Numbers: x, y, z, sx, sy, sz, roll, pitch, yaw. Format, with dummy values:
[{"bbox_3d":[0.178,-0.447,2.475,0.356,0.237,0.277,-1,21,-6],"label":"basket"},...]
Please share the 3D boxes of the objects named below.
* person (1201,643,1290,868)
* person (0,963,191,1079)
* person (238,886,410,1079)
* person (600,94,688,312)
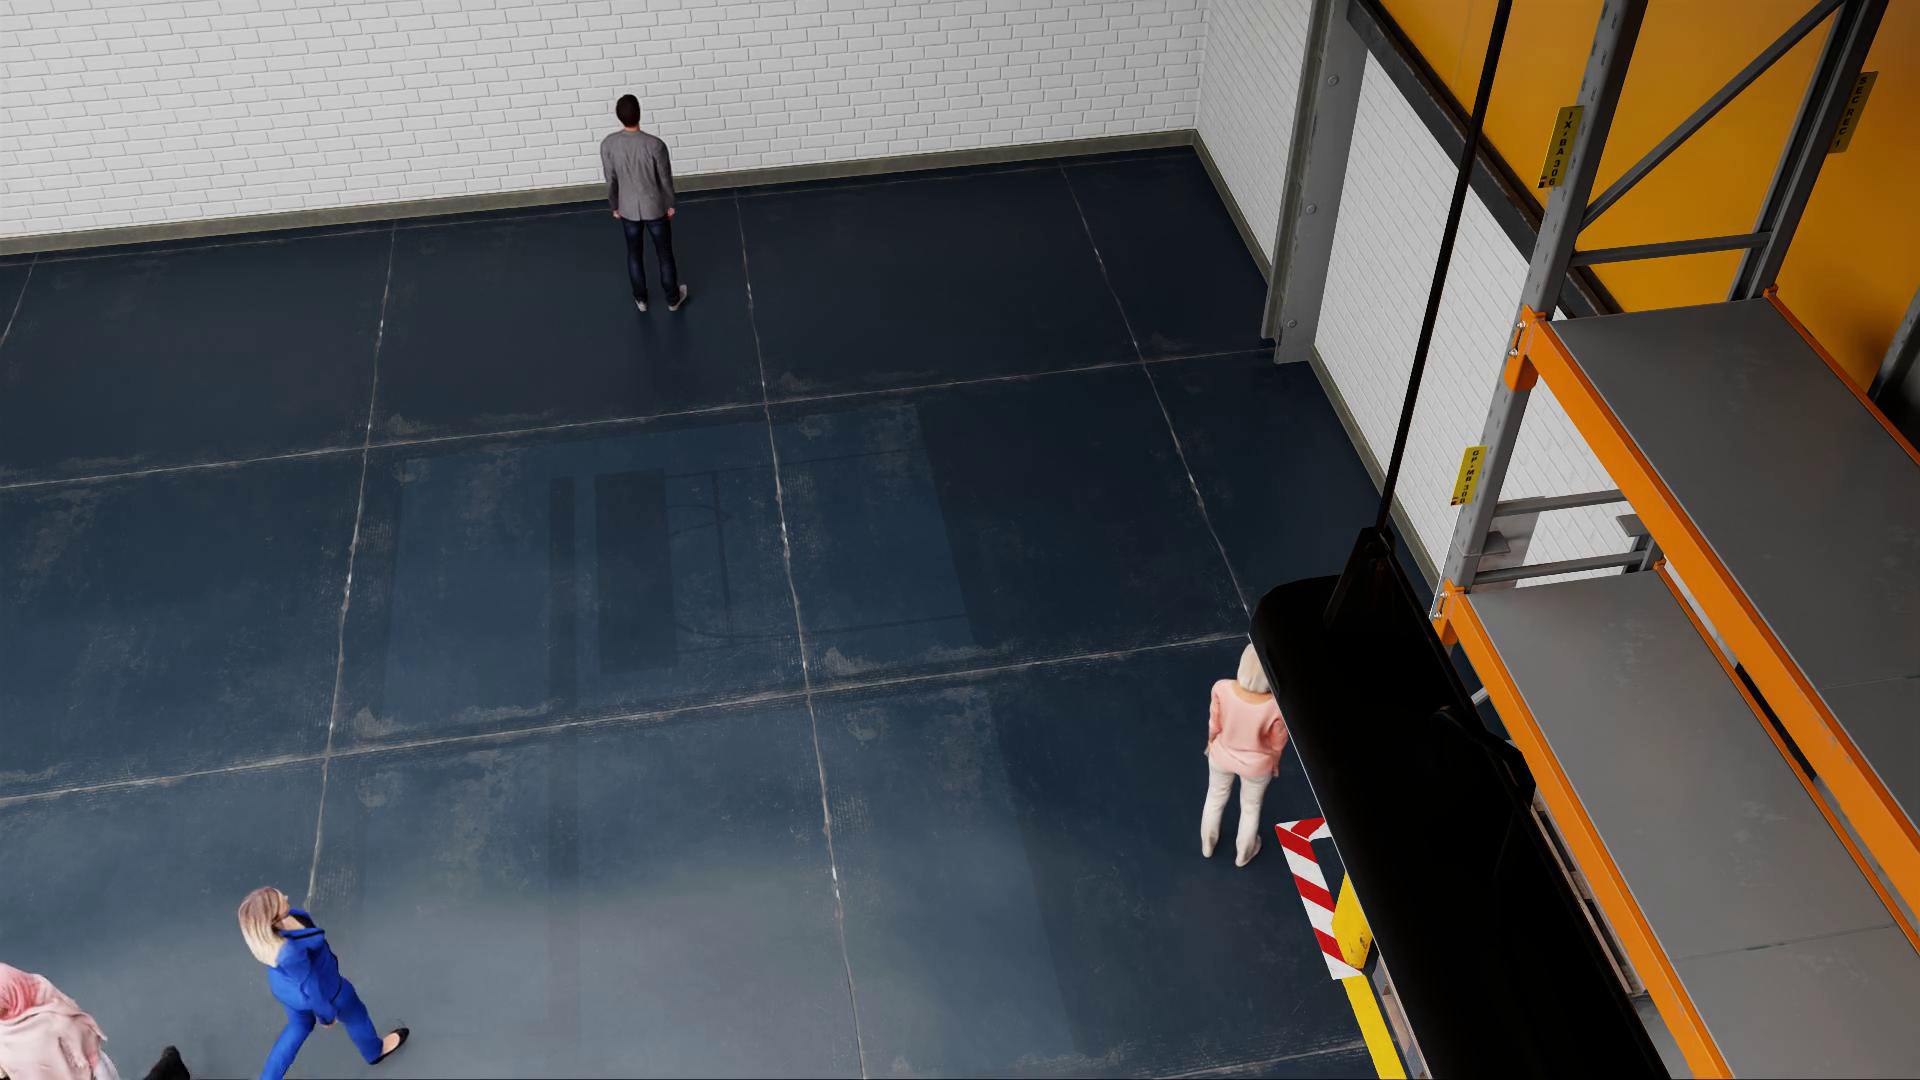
[{"bbox_3d":[1.566,1.190,9.237,0.683,1.724,0.696,16,46,16],"label":"person"},{"bbox_3d":[-4.129,2.469,7.854,0.834,1.779,1.107,5,44,6],"label":"person"},{"bbox_3d":[-3.277,2.257,8.152,1.061,1.675,1.103,28,50,27],"label":"person"},{"bbox_3d":[-2.503,-2.638,13.146,0.735,1.875,0.674,1,44,2],"label":"person"}]
